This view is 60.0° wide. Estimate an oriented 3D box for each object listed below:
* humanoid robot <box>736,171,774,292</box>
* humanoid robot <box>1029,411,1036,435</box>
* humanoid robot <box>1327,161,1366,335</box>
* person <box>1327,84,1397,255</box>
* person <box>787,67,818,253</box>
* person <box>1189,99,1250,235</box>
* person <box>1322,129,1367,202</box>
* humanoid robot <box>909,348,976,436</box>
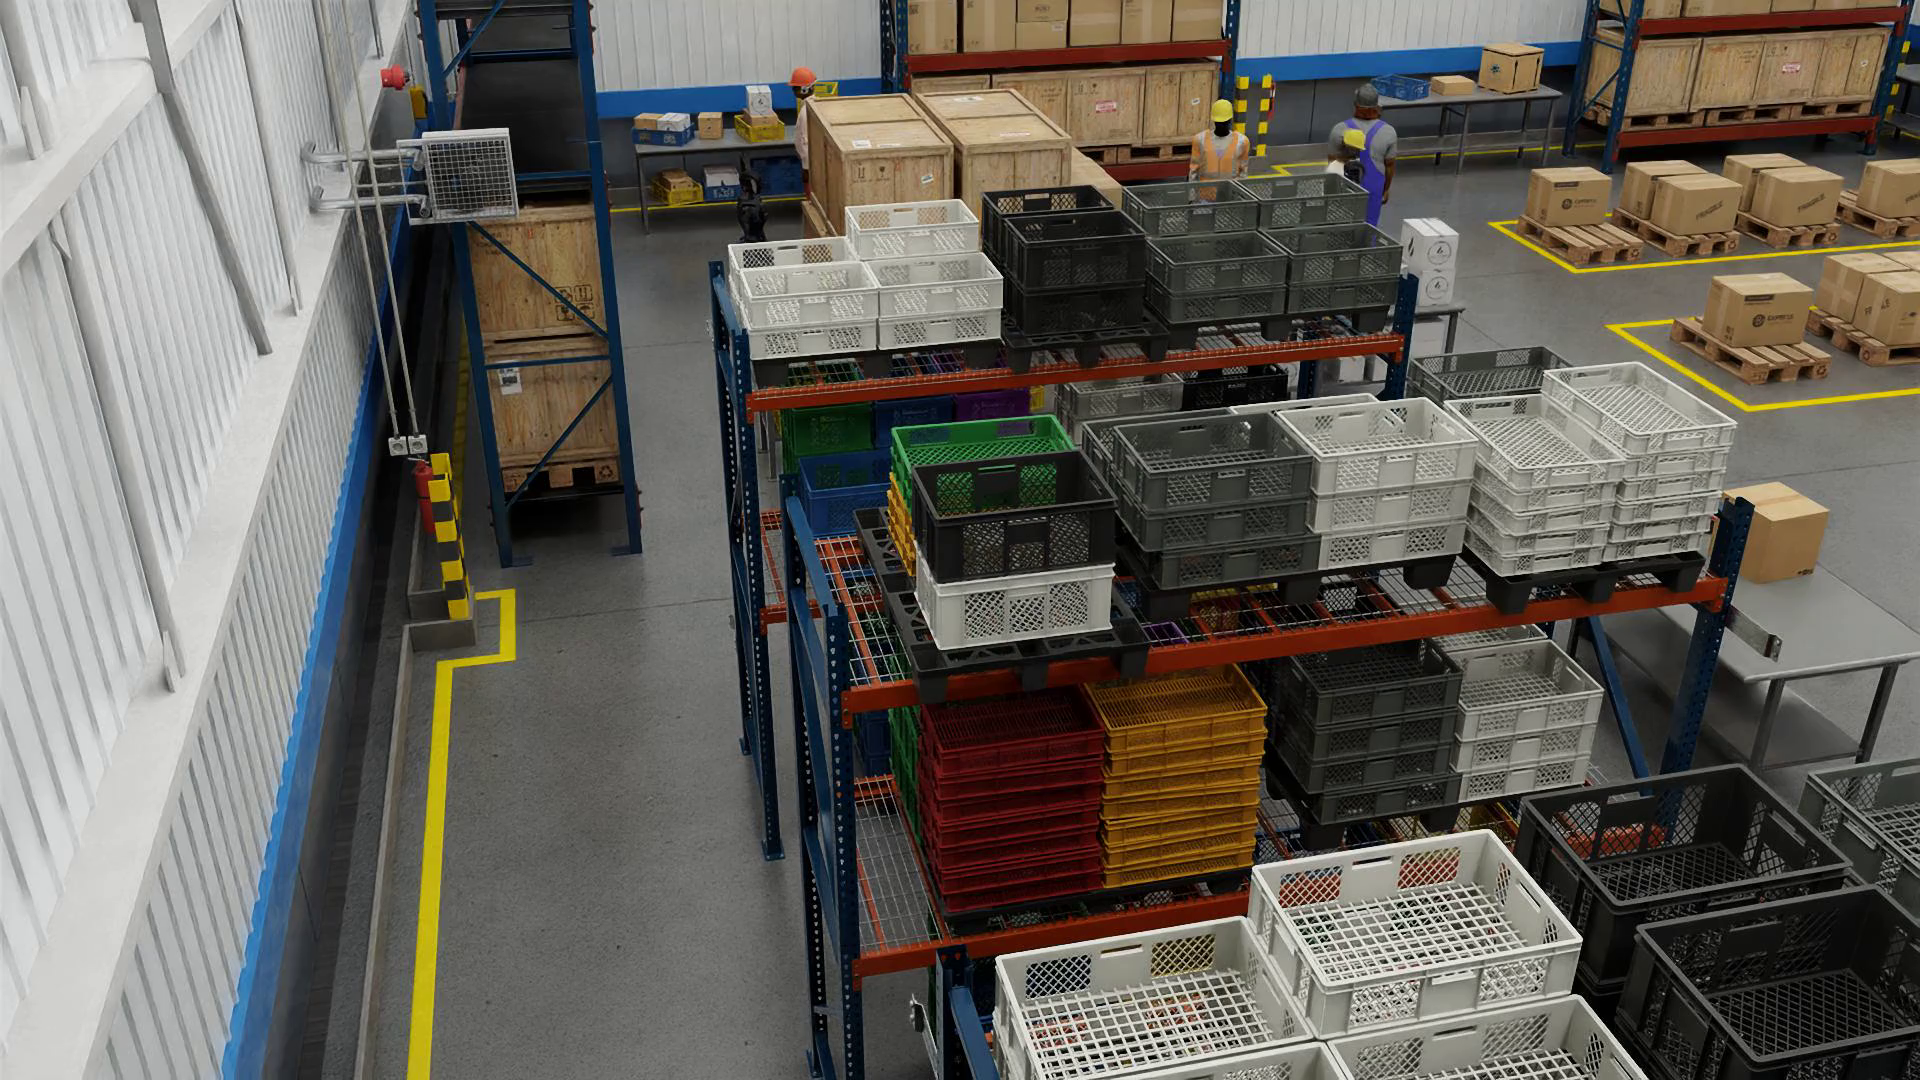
[{"bbox_3d":[-1.906,-2.619,15.490,0.314,1.657,0.608,3,28,6],"label":"humanoid robot"},{"bbox_3d":[0.357,-0.054,10.635,0.340,1.651,0.576,-19,33,-31],"label":"humanoid robot"},{"bbox_3d":[3.644,-2.792,15.828,0.360,1.647,0.570,-2,28,-3],"label":"humanoid robot"},{"bbox_3d":[4.094,-3.661,17.093,0.681,2.000,0.537,6,28,11],"label":"person"},{"bbox_3d":[-1.631,-4.111,18.013,0.412,1.985,0.608,2,28,3],"label":"person"},{"bbox_3d":[2.621,-3.529,16.963,0.591,1.925,0.382,4,28,8],"label":"person"},{"bbox_3d":[3.752,-3.294,16.725,0.749,1.725,0.525,23,36,37],"label":"person"},{"bbox_3d":[-0.103,-0.949,12.322,0.591,1.657,0.327,-21,34,-34],"label":"humanoid robot"}]
